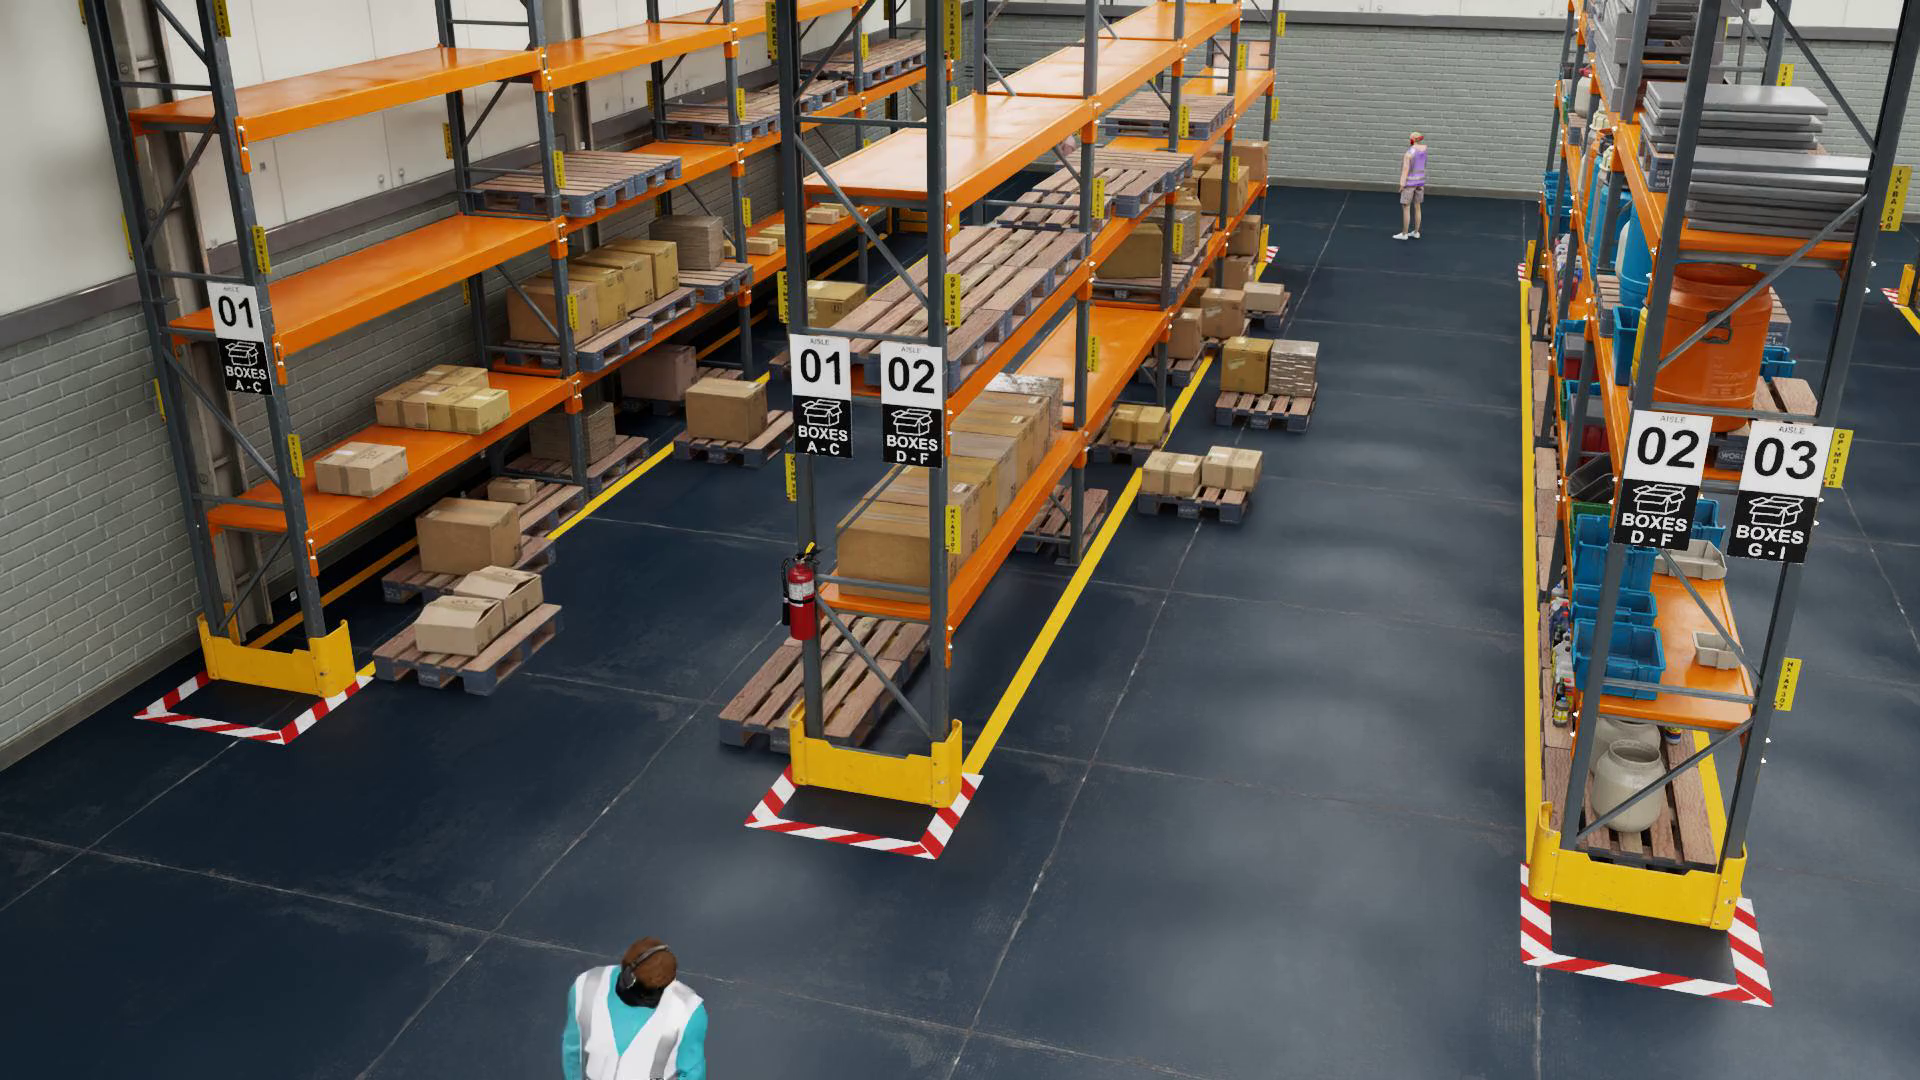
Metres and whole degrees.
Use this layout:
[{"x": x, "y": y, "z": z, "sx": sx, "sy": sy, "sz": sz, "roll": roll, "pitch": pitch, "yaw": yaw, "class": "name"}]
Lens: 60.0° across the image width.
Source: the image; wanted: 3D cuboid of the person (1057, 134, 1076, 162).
[{"x": 1.724, "y": -5.904, "z": 26.927, "sx": 0.330, "sy": 1.800, "sz": 0.539, "roll": 3, "pitch": 23, "yaw": 7, "class": "person"}]

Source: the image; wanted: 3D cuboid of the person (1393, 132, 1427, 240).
[{"x": 7.180, "y": -5.616, "z": 26.407, "sx": 0.489, "sy": 1.688, "sz": 0.352, "roll": -14, "pitch": 27, "yaw": -29, "class": "person"}]

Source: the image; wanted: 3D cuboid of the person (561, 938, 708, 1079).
[{"x": -1.447, "y": 2.516, "z": 7.407, "sx": 0.699, "sy": 1.809, "sz": 0.432, "roll": 5, "pitch": 24, "yaw": 11, "class": "person"}]
